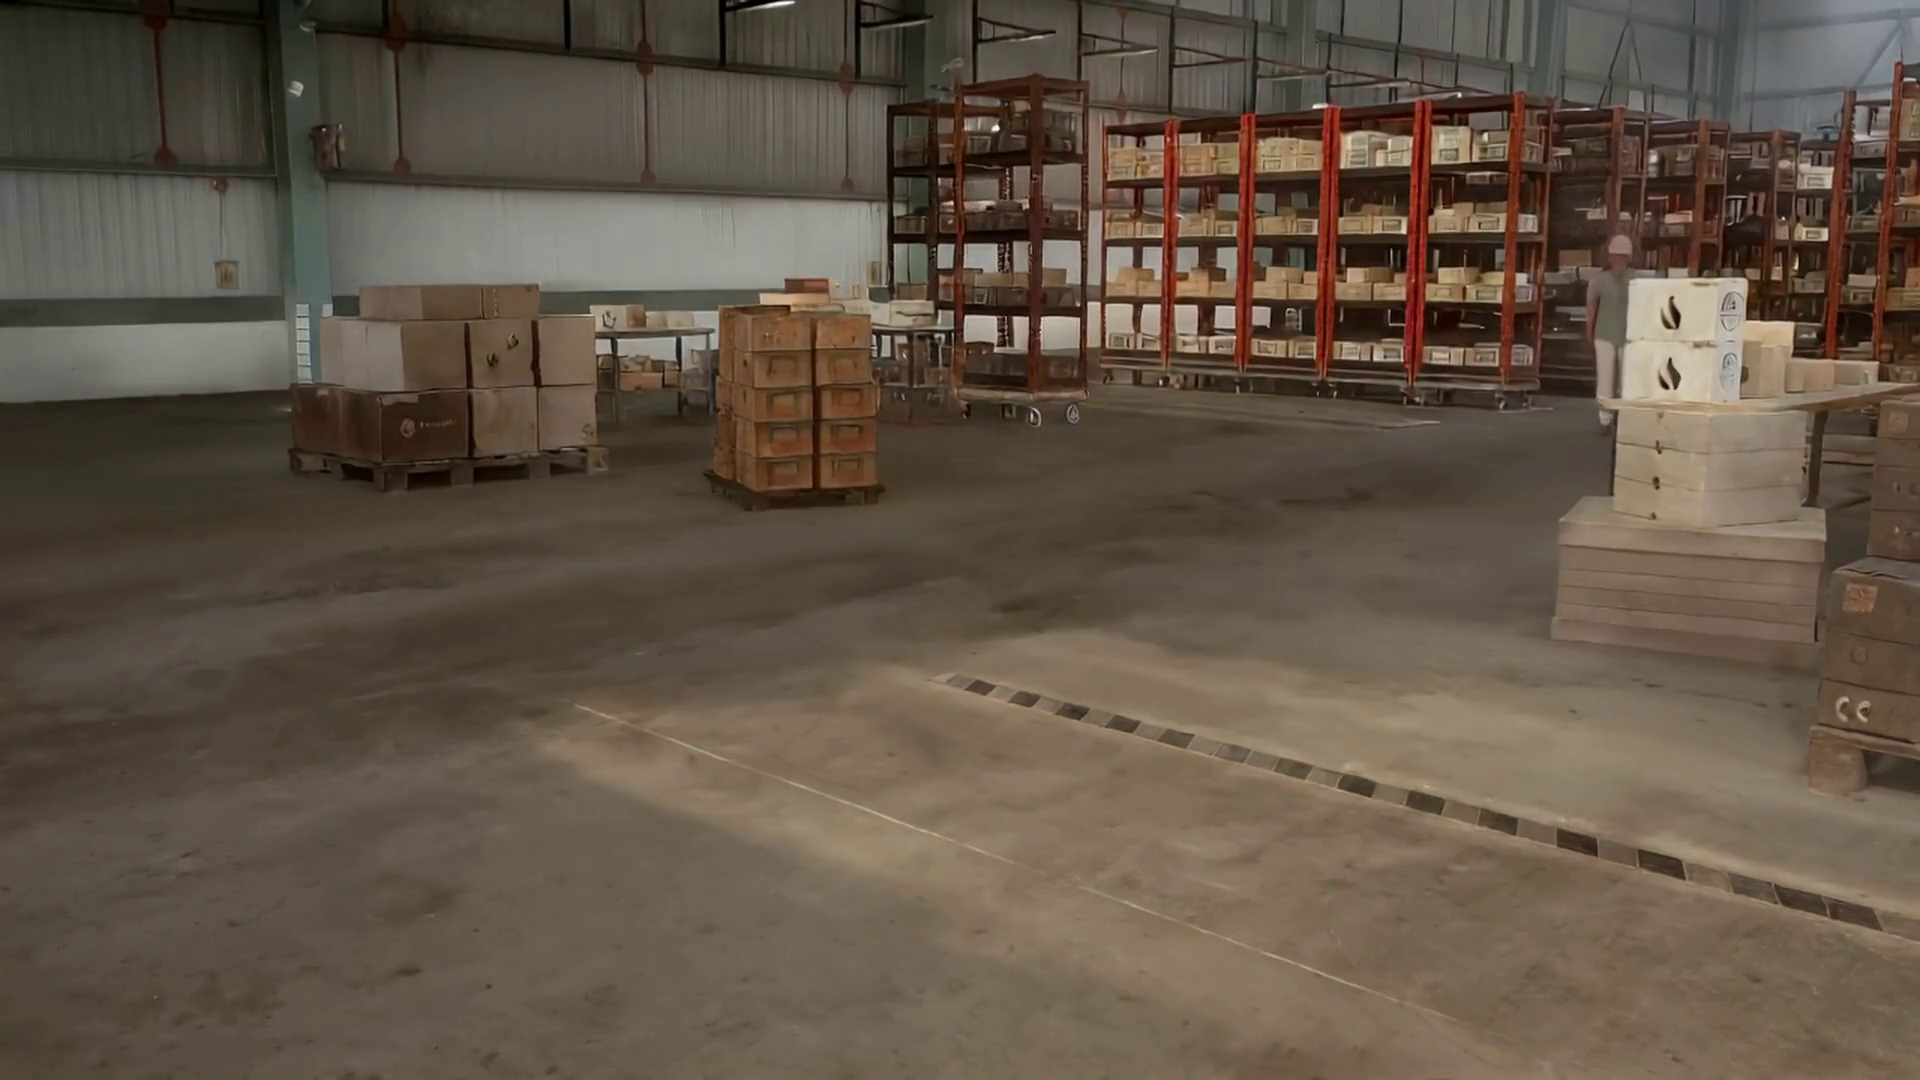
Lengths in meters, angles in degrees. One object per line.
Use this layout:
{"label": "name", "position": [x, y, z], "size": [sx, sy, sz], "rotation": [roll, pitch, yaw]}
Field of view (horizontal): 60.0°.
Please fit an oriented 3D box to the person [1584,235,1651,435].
{"label": "person", "position": [6.541, -2.035, 16.561], "size": [0.638, 1.976, 0.557], "rotation": [5, 11, 27]}
